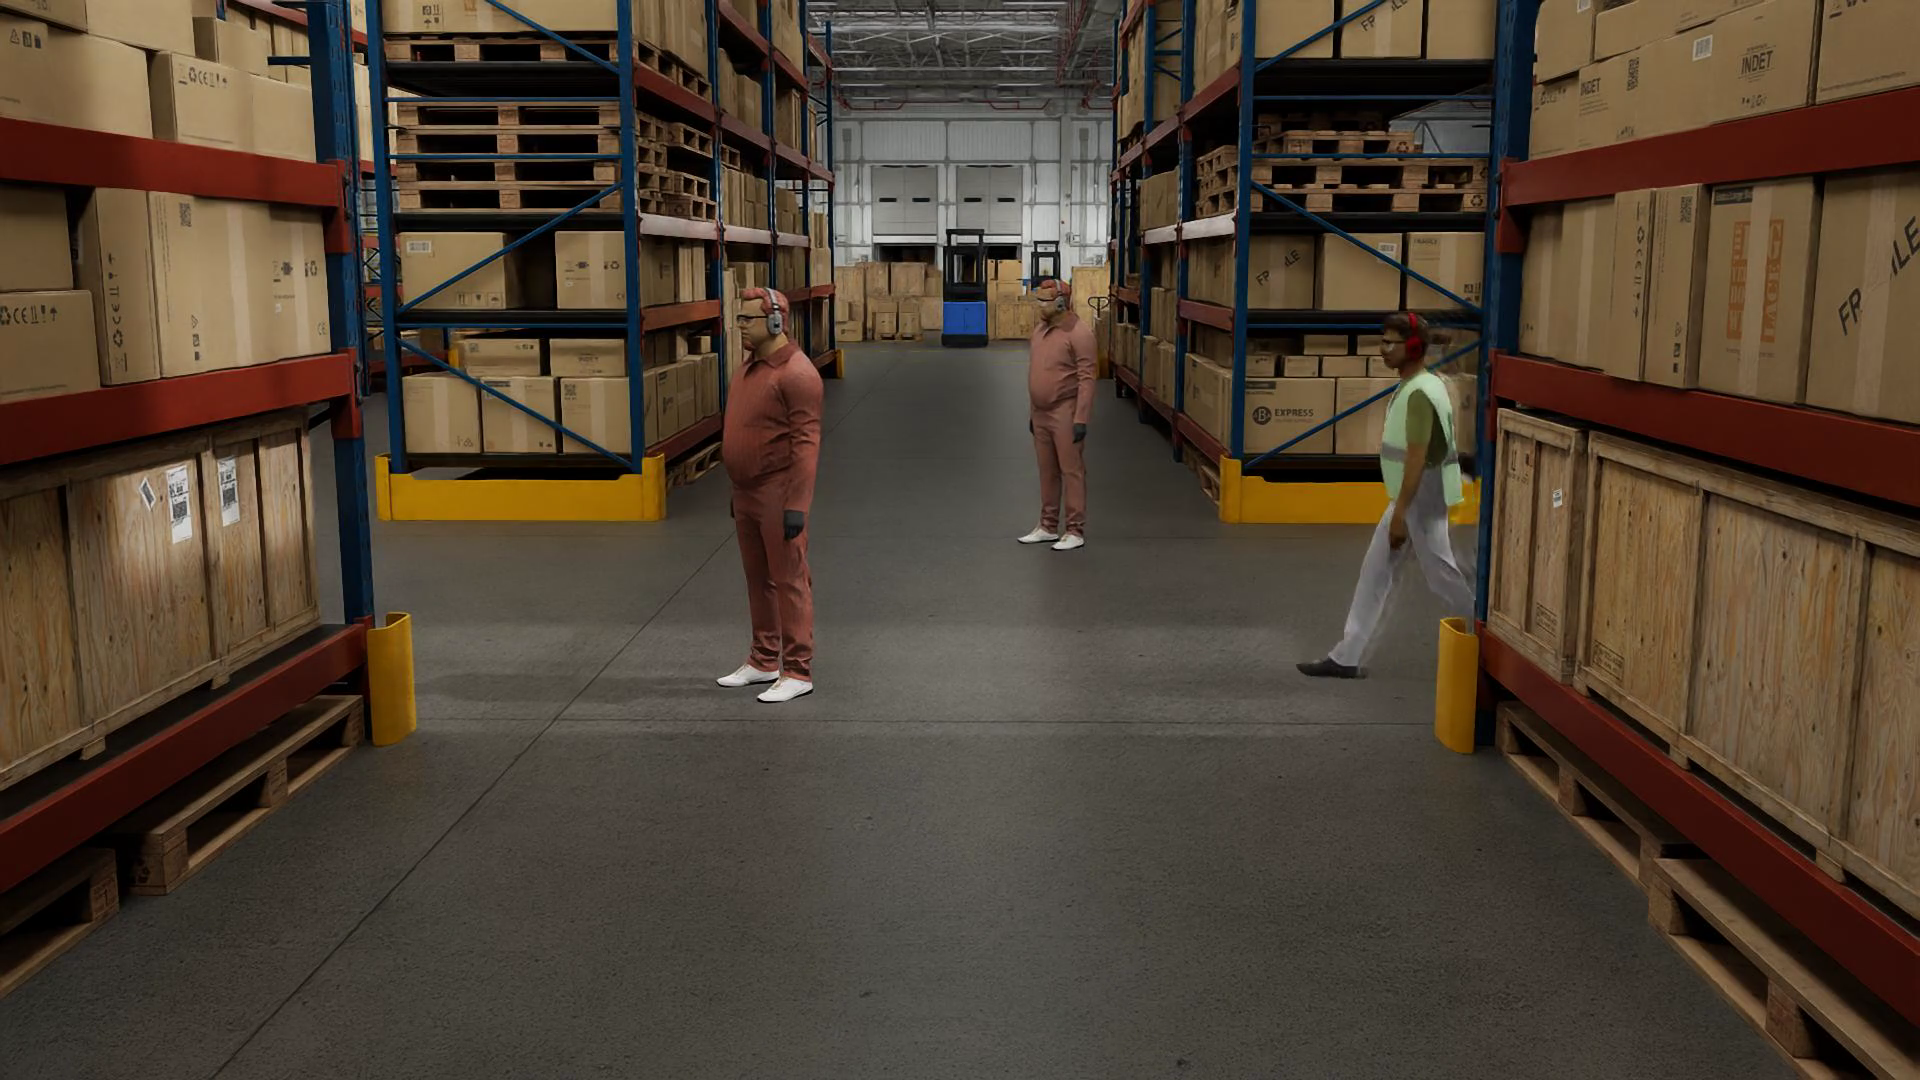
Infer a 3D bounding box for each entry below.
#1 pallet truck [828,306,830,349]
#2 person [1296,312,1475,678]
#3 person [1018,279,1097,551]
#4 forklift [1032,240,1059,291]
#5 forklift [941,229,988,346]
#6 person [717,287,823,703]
[{"bbox_3d":[-3.100,-3.940,29.800,1.885,1.965,0.823,3,10,19],"label":"pallet truck"},{"bbox_3d":[2.174,-0.177,7.890,0.989,1.796,0.592,1,10,7],"label":"person"},{"bbox_3d":[0.679,-0.881,11.760,0.399,1.905,0.642,-6,11,-33],"label":"person"},{"bbox_3d":[3.172,-9.648,61.356,1.129,2.768,1.873,0,9,1],"label":"forklift"},{"bbox_3d":[0.124,-6.117,40.203,1.129,2.768,1.873,0,9,1],"label":"forklift"},{"bbox_3d":[-0.900,-0.209,7.731,0.407,1.908,0.641,-7,12,-36],"label":"person"}]
